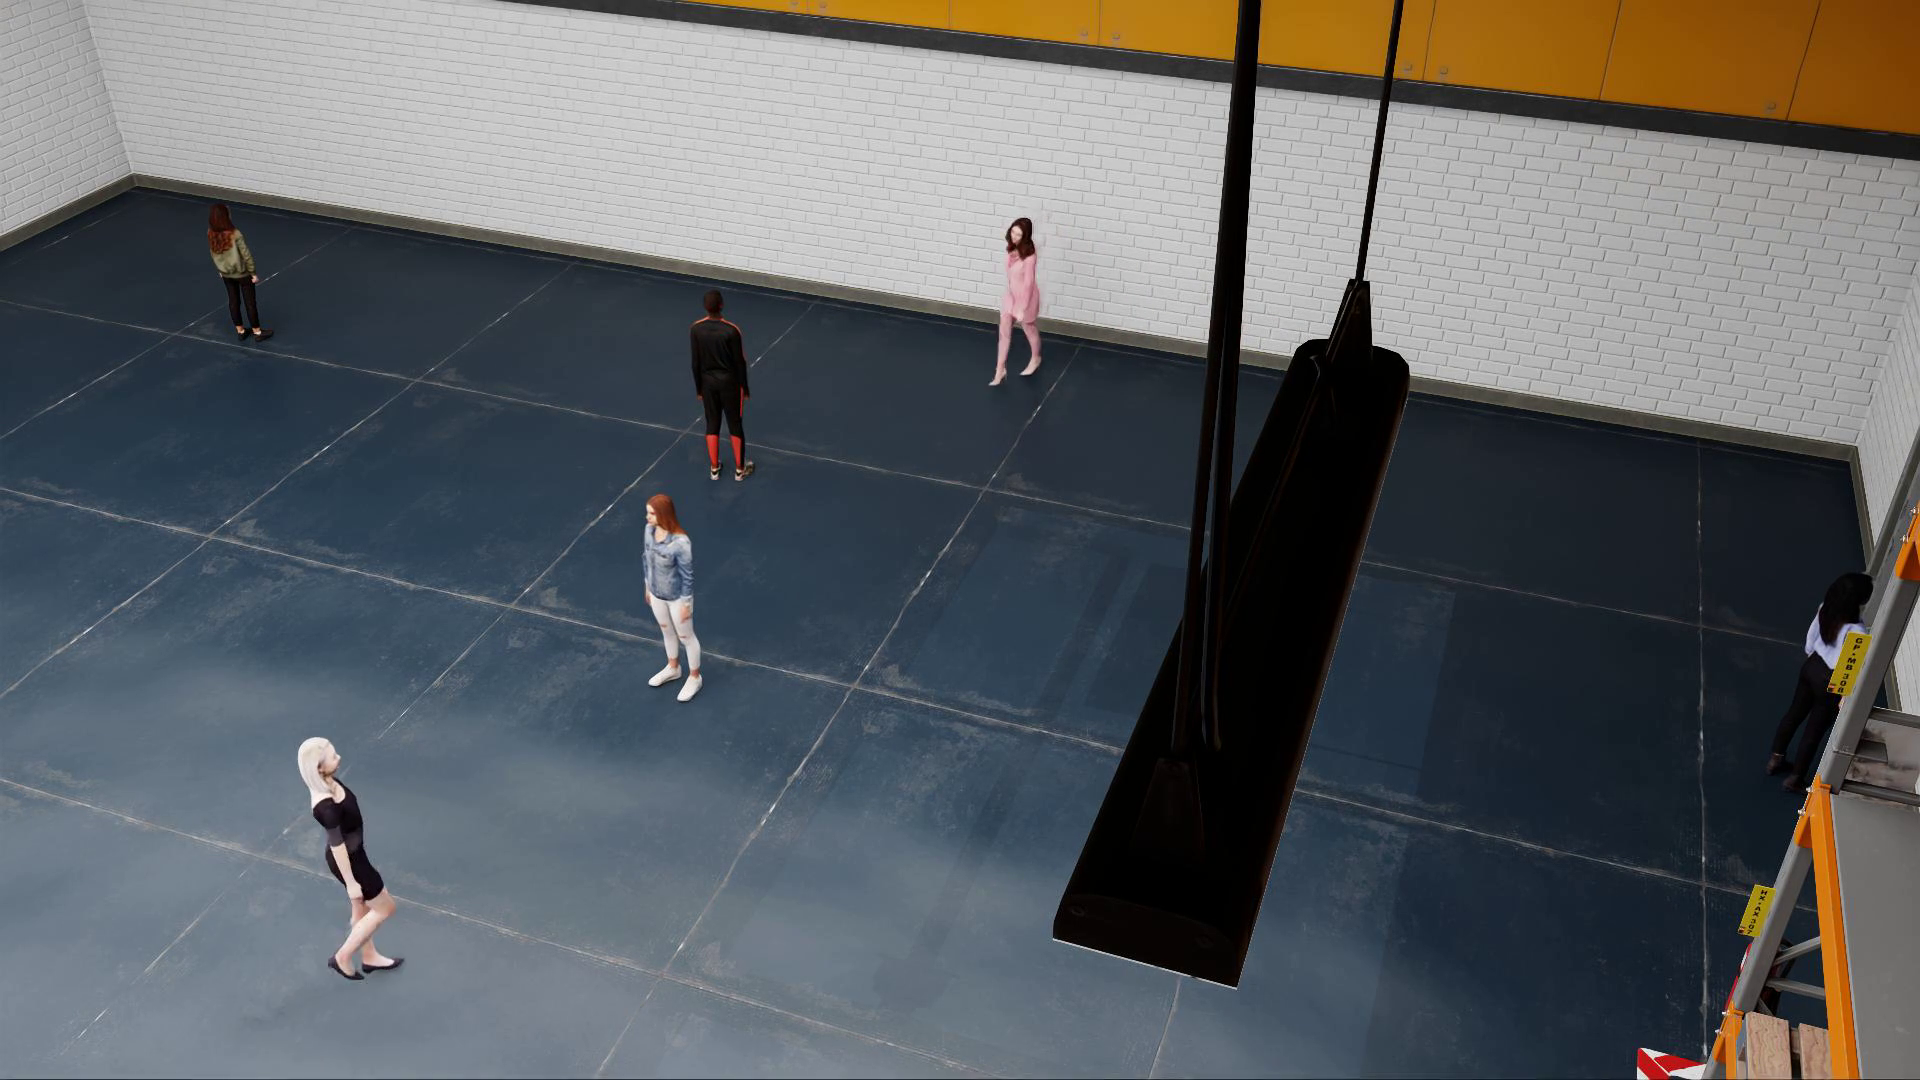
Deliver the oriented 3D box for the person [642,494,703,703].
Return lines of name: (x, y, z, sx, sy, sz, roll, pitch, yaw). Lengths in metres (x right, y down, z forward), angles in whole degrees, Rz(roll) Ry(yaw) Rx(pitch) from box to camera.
person: (-2.083, 0.385, 12.060, 0.671, 1.703, 0.618, 23, 40, 31)

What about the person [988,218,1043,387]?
person: (0.637, -2.334, 16.105, 1.067, 1.753, 0.924, -19, 38, -26)

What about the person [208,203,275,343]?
person: (-7.383, -2.732, 16.954, 0.612, 1.475, 0.535, 7, 34, 10)

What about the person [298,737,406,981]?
person: (-3.632, 1.912, 9.654, 0.842, 1.822, 0.782, -16, 37, -22)

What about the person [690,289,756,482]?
person: (-2.100, -1.359, 14.589, 0.675, 1.807, 0.599, 5, 34, 7)

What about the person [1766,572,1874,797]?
person: (5.794, 0.952, 11.171, 0.791, 1.743, 0.664, -5, 34, -7)
